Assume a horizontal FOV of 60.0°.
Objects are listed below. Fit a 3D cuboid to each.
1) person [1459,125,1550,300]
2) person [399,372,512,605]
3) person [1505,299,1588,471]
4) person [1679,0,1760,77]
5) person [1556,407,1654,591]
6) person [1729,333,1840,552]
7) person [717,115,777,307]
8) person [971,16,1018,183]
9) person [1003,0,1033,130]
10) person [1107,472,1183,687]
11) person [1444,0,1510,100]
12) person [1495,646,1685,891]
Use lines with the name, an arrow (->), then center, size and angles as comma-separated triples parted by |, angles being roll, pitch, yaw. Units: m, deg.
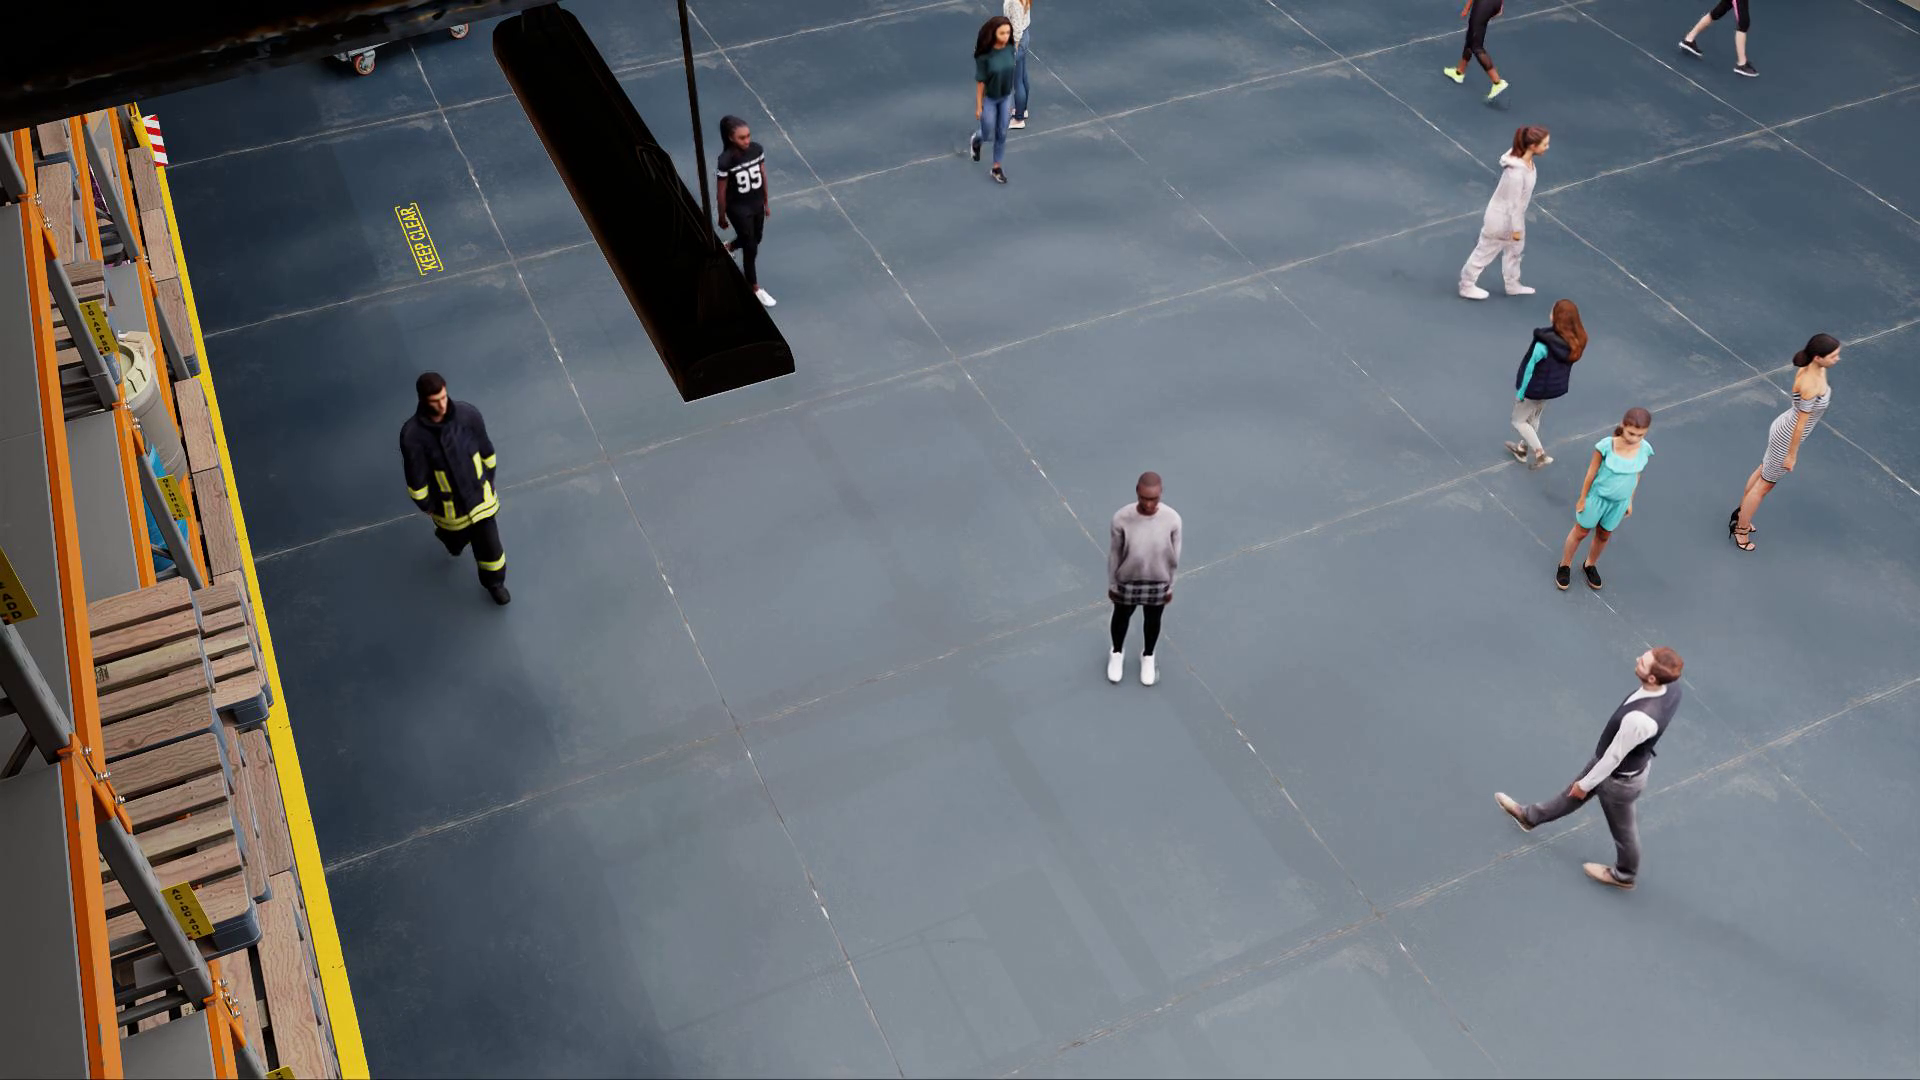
person -> 4.493, -2.752, 13.999 | 1.006, 1.668, 0.945 | 14, 45, 14
person -> -3.468, -0.413, 11.370 | 0.903, 1.907, 1.128 | -27, 50, -25
person -> 4.381, -1.112, 12.409 | 0.604, 1.486, 0.732 | -21, 48, -21
person -> 7.913, -5.700, 17.042 | 0.865, 1.738, 1.210 | -32, 52, -29
person -> 4.476, -0.304, 11.509 | 0.641, 1.558, 0.674 | 2, 44, 2
person -> 5.808, -0.697, 11.729 | 0.722, 1.822, 0.679 | 19, 47, 18
person -> -1.870, -2.821, 14.041 | 0.845, 1.709, 1.093 | -31, 52, -28
person -> 0.289, -4.138, 15.497 | 0.632, 1.608, 0.788 | -22, 48, -22
person -> 0.563, -4.836, 16.143 | 0.717, 1.729, 0.626 | 8, 44, 8
person -> 1.184, 0.233, 10.791 | 0.686, 1.770, 0.681 | 1, 44, 1
person -> 5.290, -5.244, 16.570 | 0.695, 1.730, 1.105 | -27, 50, -25
person -> 3.876, 1.361, 9.515 | 1.281, 1.897, 1.086 | 24, 49, 23
